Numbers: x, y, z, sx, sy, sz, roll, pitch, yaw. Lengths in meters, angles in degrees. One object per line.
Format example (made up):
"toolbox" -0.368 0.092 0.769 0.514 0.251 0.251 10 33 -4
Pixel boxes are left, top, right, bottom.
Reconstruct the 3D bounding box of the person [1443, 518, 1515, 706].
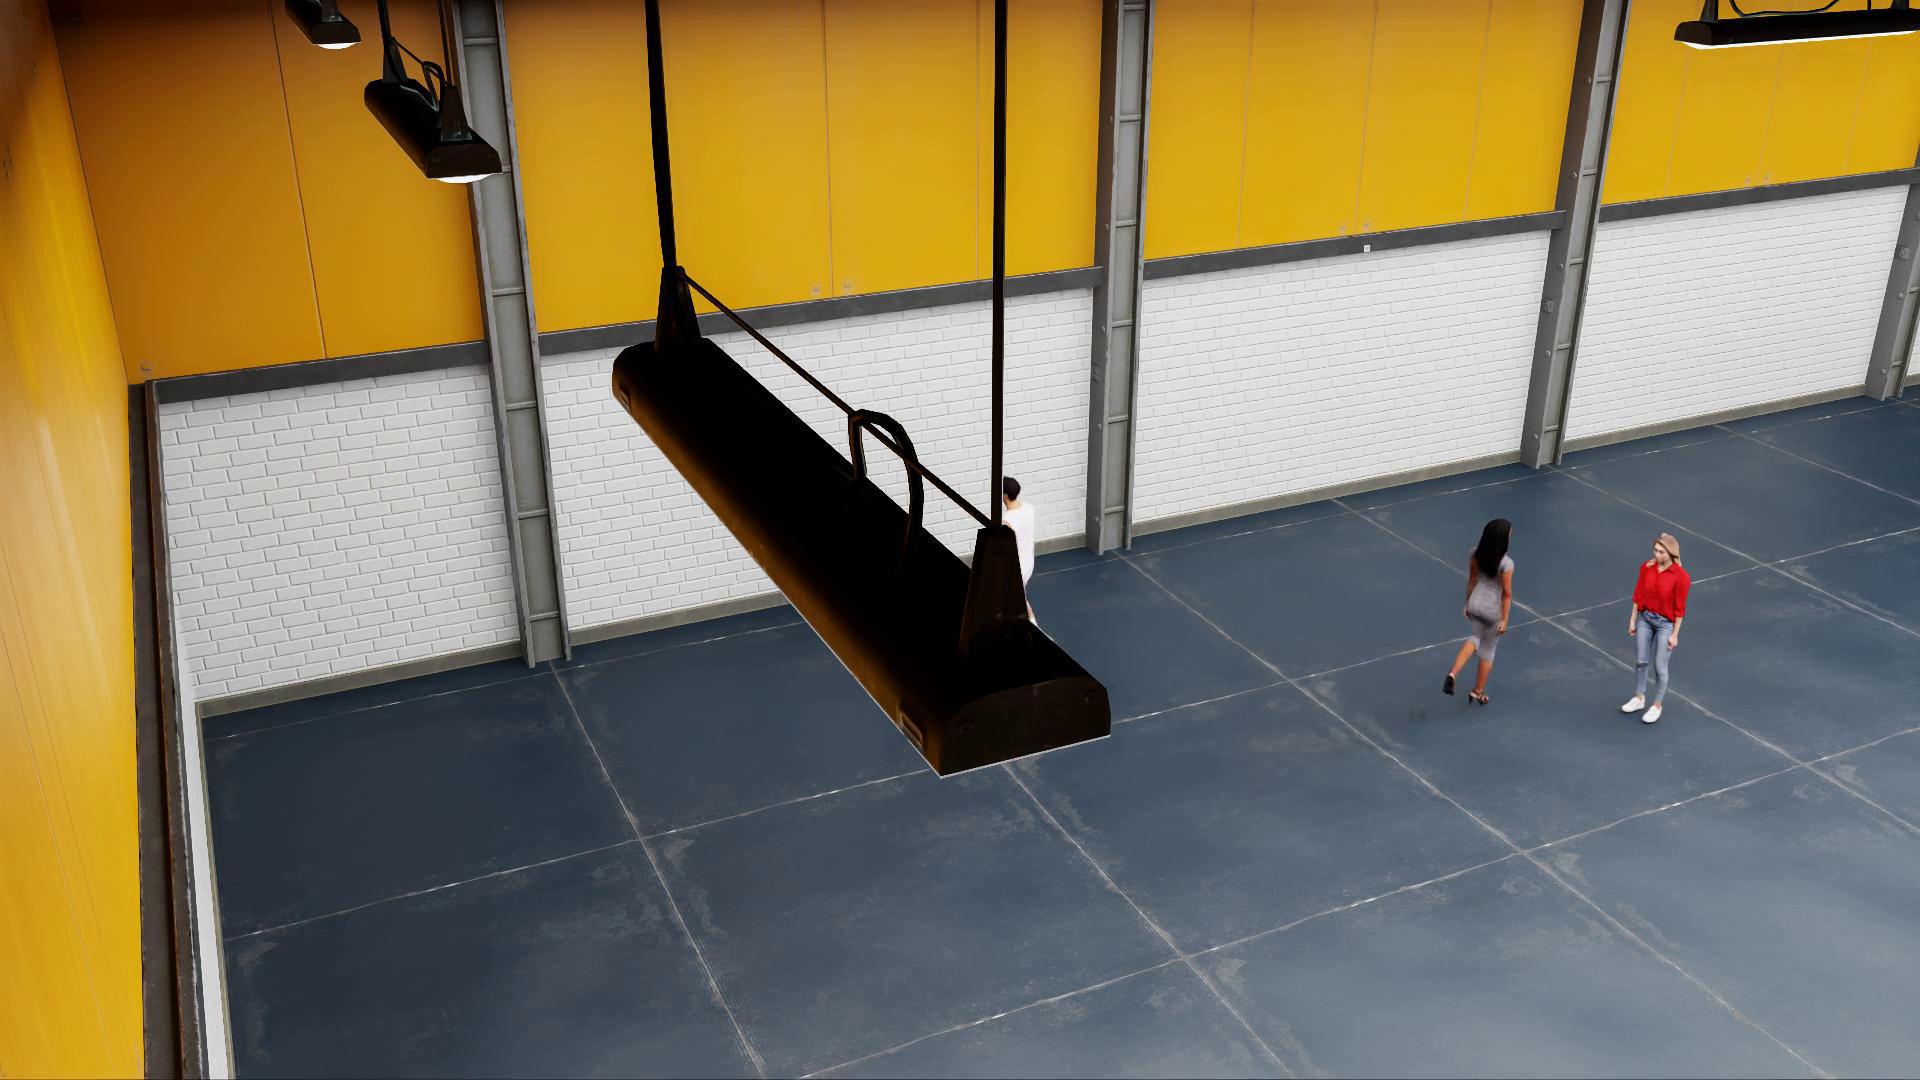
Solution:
"person" 4.456 0.656 14.280 0.764 1.773 0.619 -14 27 -29

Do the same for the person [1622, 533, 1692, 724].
"person" 5.957 0.729 14.204 0.621 1.700 0.676 -19 30 -37
